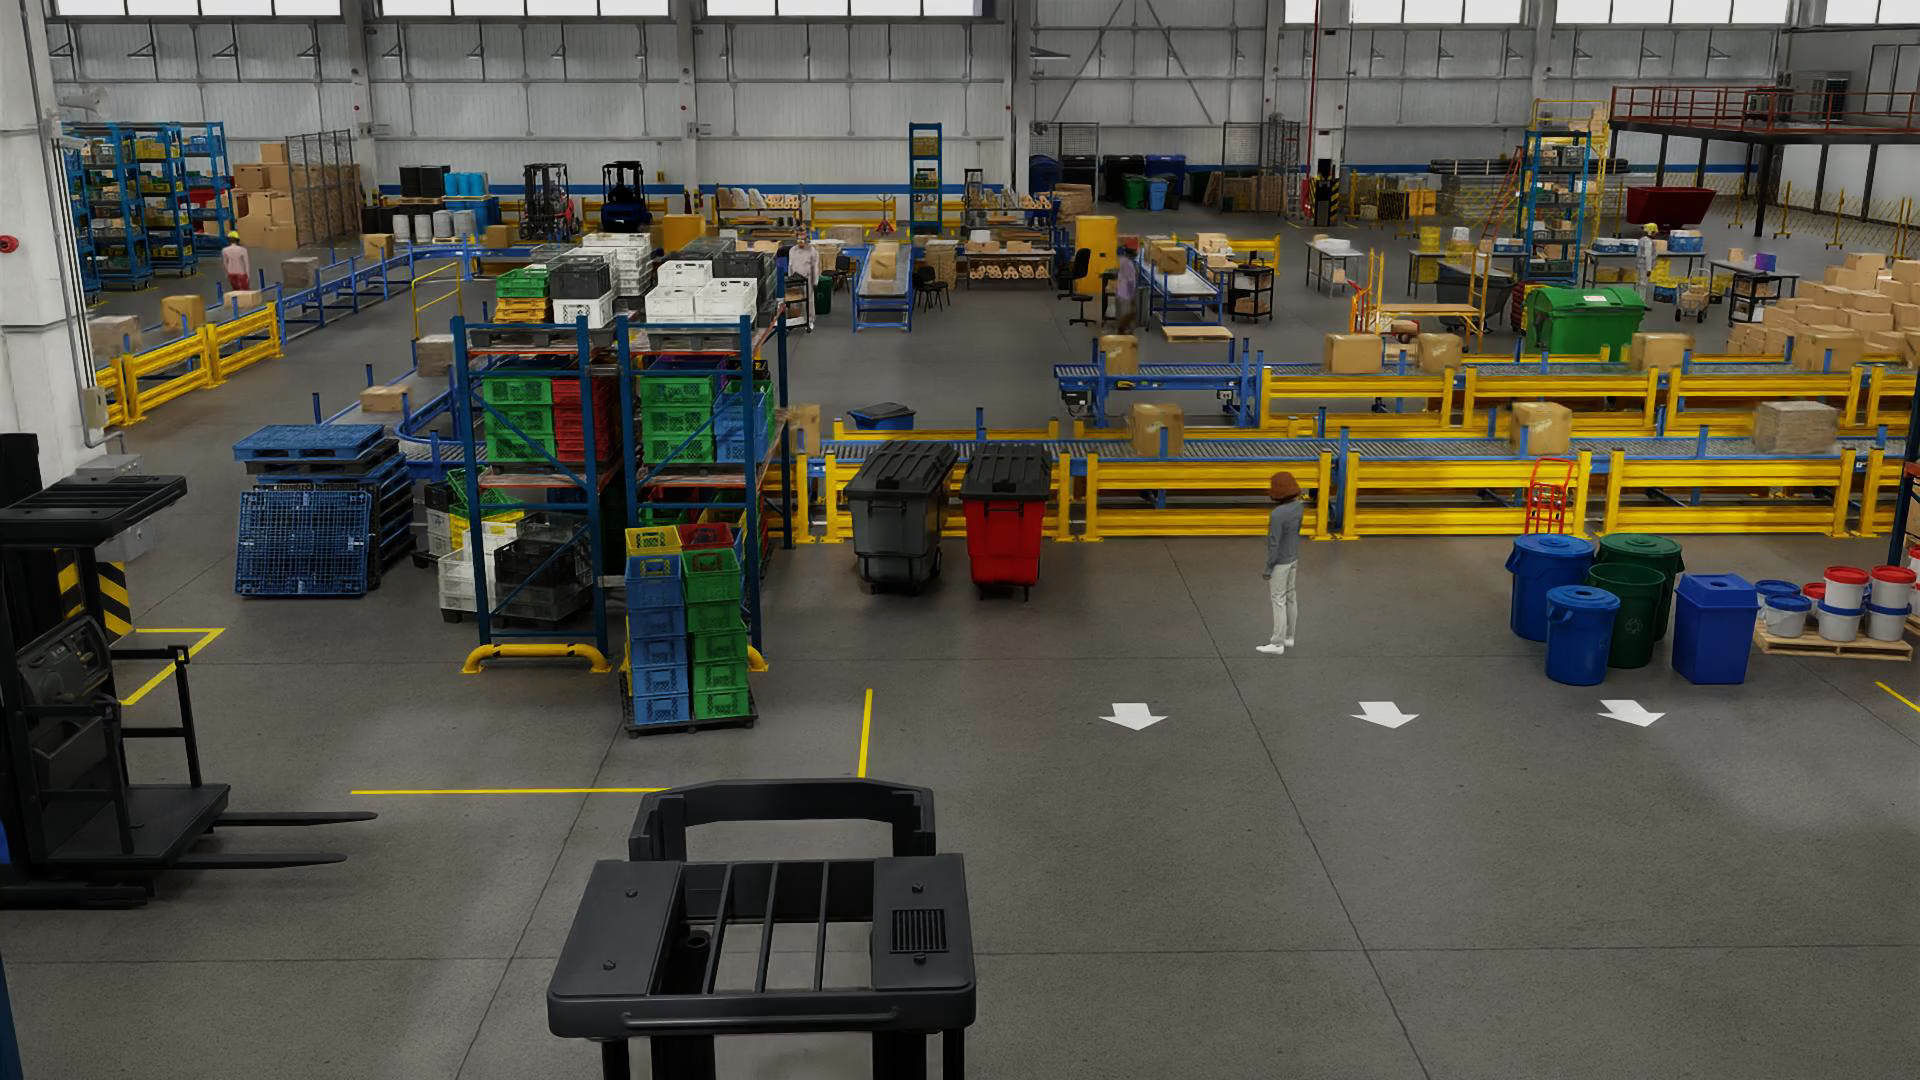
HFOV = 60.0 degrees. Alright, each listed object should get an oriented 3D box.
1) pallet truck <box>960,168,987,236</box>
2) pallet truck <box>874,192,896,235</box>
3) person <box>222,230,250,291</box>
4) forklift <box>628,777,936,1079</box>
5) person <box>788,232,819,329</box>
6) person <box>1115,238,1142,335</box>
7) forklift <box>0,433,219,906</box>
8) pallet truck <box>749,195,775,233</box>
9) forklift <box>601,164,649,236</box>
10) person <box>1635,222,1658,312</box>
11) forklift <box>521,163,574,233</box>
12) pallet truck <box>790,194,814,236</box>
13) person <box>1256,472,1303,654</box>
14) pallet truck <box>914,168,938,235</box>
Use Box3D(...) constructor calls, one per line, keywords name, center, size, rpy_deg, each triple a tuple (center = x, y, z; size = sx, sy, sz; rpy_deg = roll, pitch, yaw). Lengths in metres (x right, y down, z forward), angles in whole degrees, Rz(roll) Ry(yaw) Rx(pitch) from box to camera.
Box3D(name="pallet truck", center=(0.383, -10.230, 50.206), size=(0.823, 1.965, 1.885), rpy_deg=(-1, 16, -3))
Box3D(name="pallet truck", center=(-2.277, -9.986, 50.594), size=(0.653, 1.274, 1.630), rpy_deg=(0, 16, -1))
Box3D(name="person", center=(-14.792, -5.447, 34.024), size=(0.526, 1.754, 0.416), rpy_deg=(-1, 16, -2))
Box3D(name="forklift", center=(-0.542, 2.165, 5.552), size=(1.129, 2.768, 1.873), rpy_deg=(-1, 16, -2))
Box3D(name="person", center=(-3.051, -5.037, 32.342), size=(0.646, 1.901, 0.401), rpy_deg=(6, 17, 21))
Box3D(name="person", center=(3.030, -4.432, 30.018), size=(0.455, 2.022, 0.630), rpy_deg=(1, 16, 3))
Box3D(name="forklift", center=(-5.952, 0.780, 10.366), size=(1.873, 2.768, 1.129), rpy_deg=(0, 16, -1))
Box3D(name="pallet truck", center=(-6.051, -9.967, 50.660), size=(0.680, 1.201, 1.601), rpy_deg=(0, 16, -1))
Box3D(name="forklift", center=(-9.948, -10.127, 49.296), size=(1.157, 1.987, 2.680), rpy_deg=(-1, 16, -3))
Box3D(name="person", center=(14.352, -5.711, 34.787), size=(0.404, 1.835, 0.592), rpy_deg=(1, 16, 5))
Box3D(name="forklift", center=(-12.233, -10.122, 49.298), size=(1.157, 1.987, 2.680), rpy_deg=(0, 16, -1))
Box3D(name="pallet truck", center=(-4.814, -9.883, 50.259), size=(0.704, 1.261, 1.522), rpy_deg=(-1, 16, -3))
Box3D(name="person", center=(2.825, 0.197, 14.614), size=(0.289, 1.633, 0.498), rpy_deg=(12, 20, 35))
Box3D(name="pallet truck", center=(-0.989, -10.316, 50.507), size=(0.823, 1.965, 1.885), rpy_deg=(1, 16, 3))
